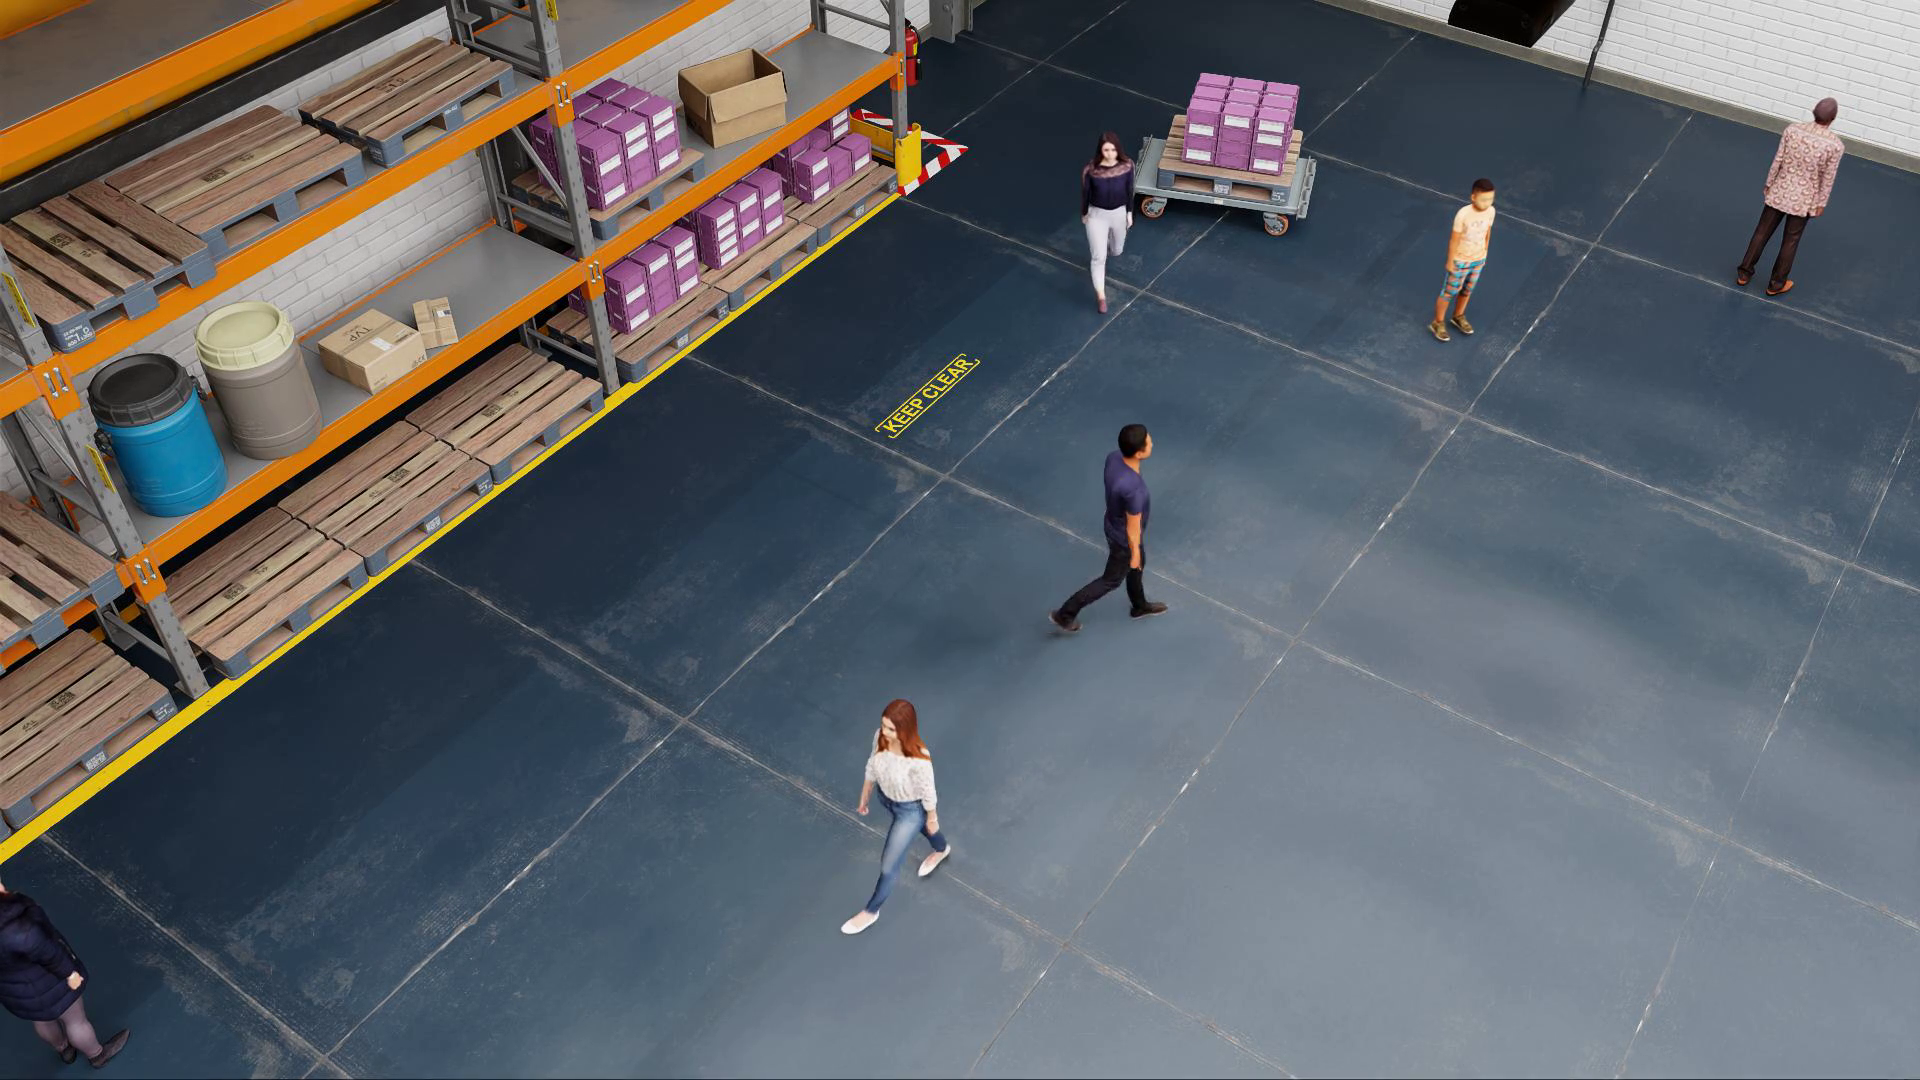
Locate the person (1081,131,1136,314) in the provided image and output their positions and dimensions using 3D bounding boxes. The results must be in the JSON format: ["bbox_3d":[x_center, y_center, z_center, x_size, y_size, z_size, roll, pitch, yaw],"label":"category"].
[{"bbox_3d":[1.238,-2.739,14.050,0.954,1.593,1.027,-5,44,-5],"label":"person"}]

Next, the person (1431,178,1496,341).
[{"bbox_3d":[4.175,-2.339,13.725,0.571,1.460,0.653,-15,46,-15],"label":"person"}]

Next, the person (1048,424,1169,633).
[{"bbox_3d":[1.007,-0.034,11.085,1.177,1.764,1.112,-7,44,-7],"label":"person"}]

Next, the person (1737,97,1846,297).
[{"bbox_3d":[7.053,-2.909,14.073,0.713,1.806,0.639,34,53,30],"label":"person"}]

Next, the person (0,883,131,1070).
[{"bbox_3d":[-4.878,2.269,8.734,0.762,1.673,0.770,10,44,10],"label":"person"}]

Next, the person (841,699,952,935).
[{"bbox_3d":[-0.269,1.475,9.564,1.173,1.678,0.779,-32,52,-29],"label":"person"}]
